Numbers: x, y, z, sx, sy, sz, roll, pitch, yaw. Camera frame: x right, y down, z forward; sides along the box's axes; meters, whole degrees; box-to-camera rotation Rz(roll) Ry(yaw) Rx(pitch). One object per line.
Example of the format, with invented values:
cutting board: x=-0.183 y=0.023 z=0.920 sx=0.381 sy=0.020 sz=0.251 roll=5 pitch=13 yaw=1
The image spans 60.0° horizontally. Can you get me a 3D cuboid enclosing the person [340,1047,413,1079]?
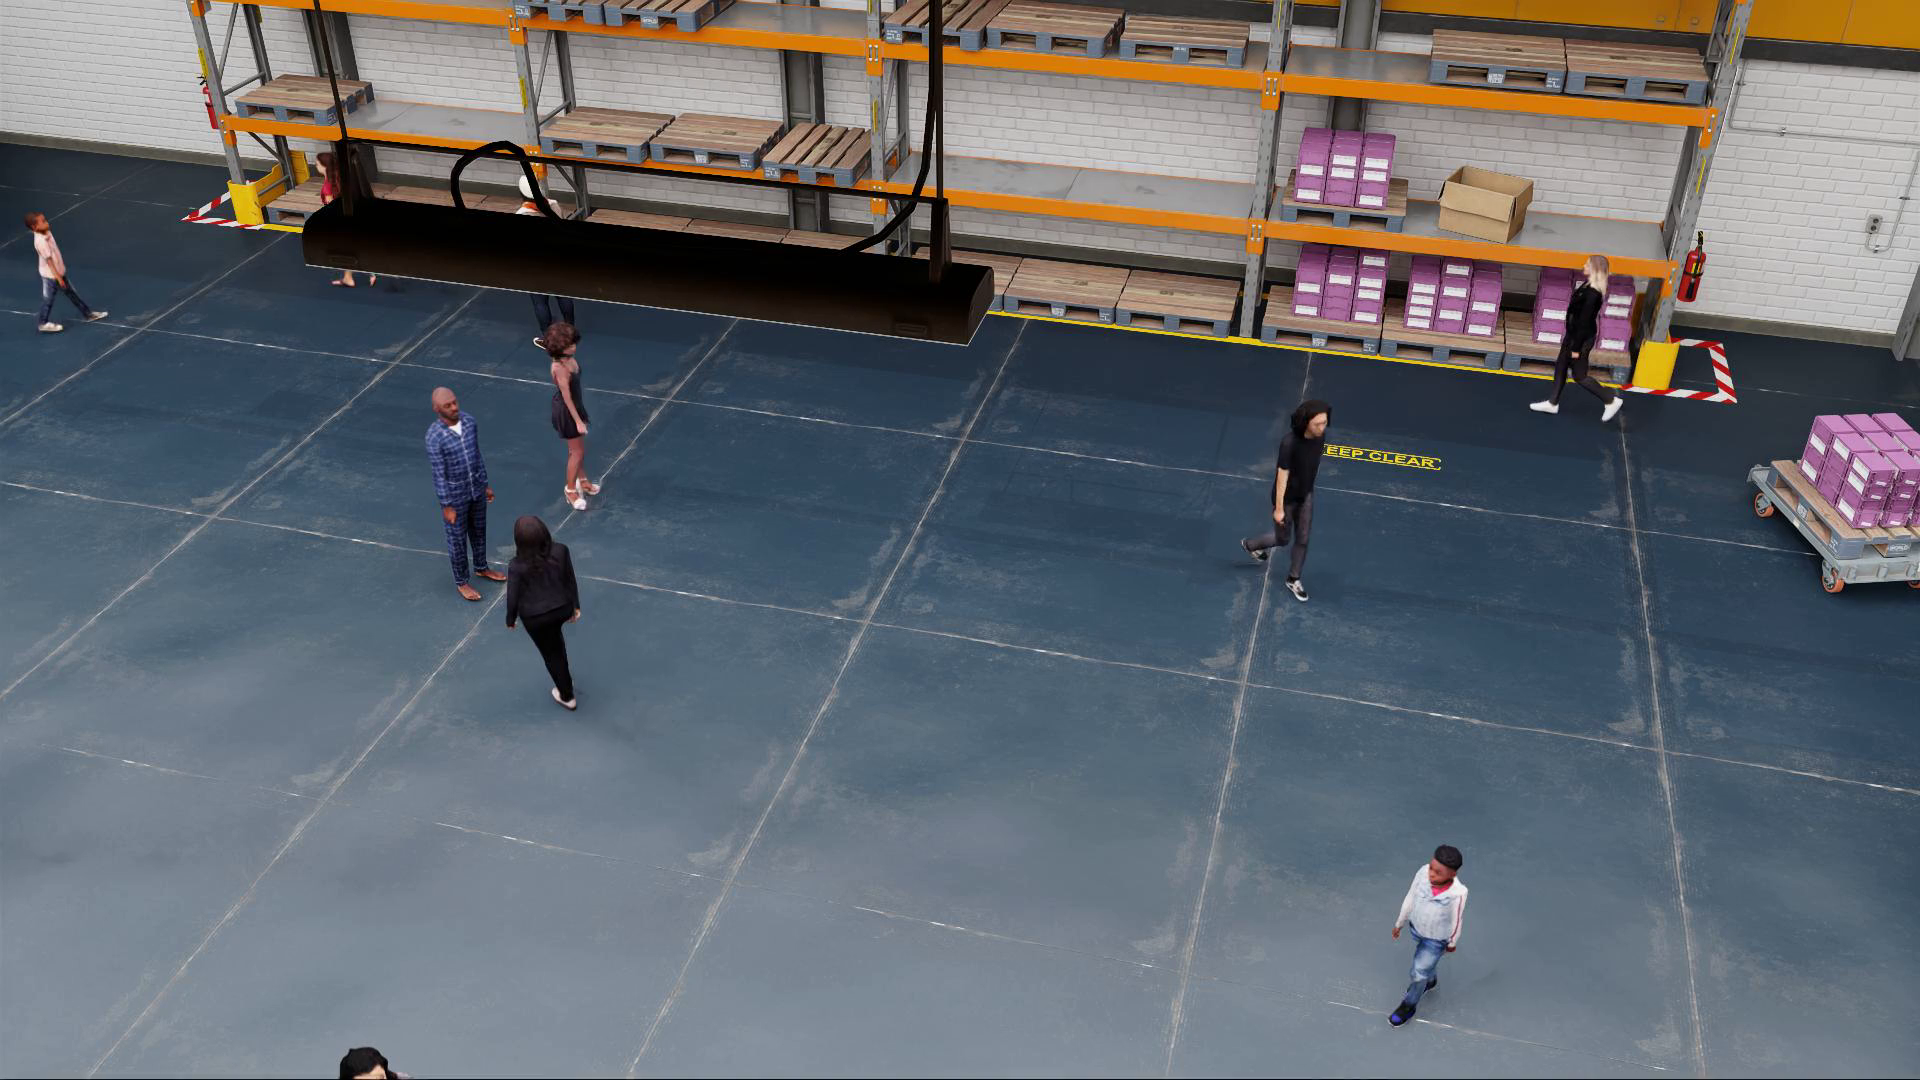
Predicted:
person: x=-2.758 y=3.059 z=8.074 sx=0.683 sy=1.732 sz=0.686 roll=27 pitch=42 yaw=34

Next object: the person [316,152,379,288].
person: x=-6.655 y=-3.442 z=18.028 sx=0.876 sy=1.540 sz=0.633 roll=3 pitch=34 yaw=5

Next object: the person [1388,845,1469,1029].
person: x=2.810 y=2.243 z=9.747 sx=0.770 sy=1.239 sz=0.718 roll=-18 pitch=38 yaw=-25

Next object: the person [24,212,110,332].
person: x=-9.475 y=-2.752 z=17.231 sx=0.975 sy=1.274 sz=0.839 roll=-11 pitch=35 yaw=-16

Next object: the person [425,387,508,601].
person: x=-3.966 y=-0.402 z=13.202 sx=0.694 sy=1.819 sz=0.722 roll=18 pitch=38 yaw=25

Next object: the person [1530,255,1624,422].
person: x=5.892 y=-1.845 z=15.517 sx=1.064 sy=1.660 sz=0.699 roll=13 pitch=36 yaw=18

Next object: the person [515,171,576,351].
person: x=-4.201 y=-2.841 z=16.803 sx=0.824 sy=1.894 sz=0.849 roll=-27 pitch=42 yaw=-34

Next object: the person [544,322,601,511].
person: x=-3.336 y=-1.086 z=14.269 sx=0.708 sy=1.778 sz=0.698 roll=-14 pitch=36 yaw=-20

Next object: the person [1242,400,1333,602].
person: x=2.598 y=-0.392 z=13.207 sx=0.980 sy=1.797 sz=1.032 roll=-21 pitch=39 yaw=-28

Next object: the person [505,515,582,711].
person: x=-2.929 y=0.555 z=11.963 sx=0.863 sy=1.597 sz=0.798 roll=26 pitch=41 yaw=33
